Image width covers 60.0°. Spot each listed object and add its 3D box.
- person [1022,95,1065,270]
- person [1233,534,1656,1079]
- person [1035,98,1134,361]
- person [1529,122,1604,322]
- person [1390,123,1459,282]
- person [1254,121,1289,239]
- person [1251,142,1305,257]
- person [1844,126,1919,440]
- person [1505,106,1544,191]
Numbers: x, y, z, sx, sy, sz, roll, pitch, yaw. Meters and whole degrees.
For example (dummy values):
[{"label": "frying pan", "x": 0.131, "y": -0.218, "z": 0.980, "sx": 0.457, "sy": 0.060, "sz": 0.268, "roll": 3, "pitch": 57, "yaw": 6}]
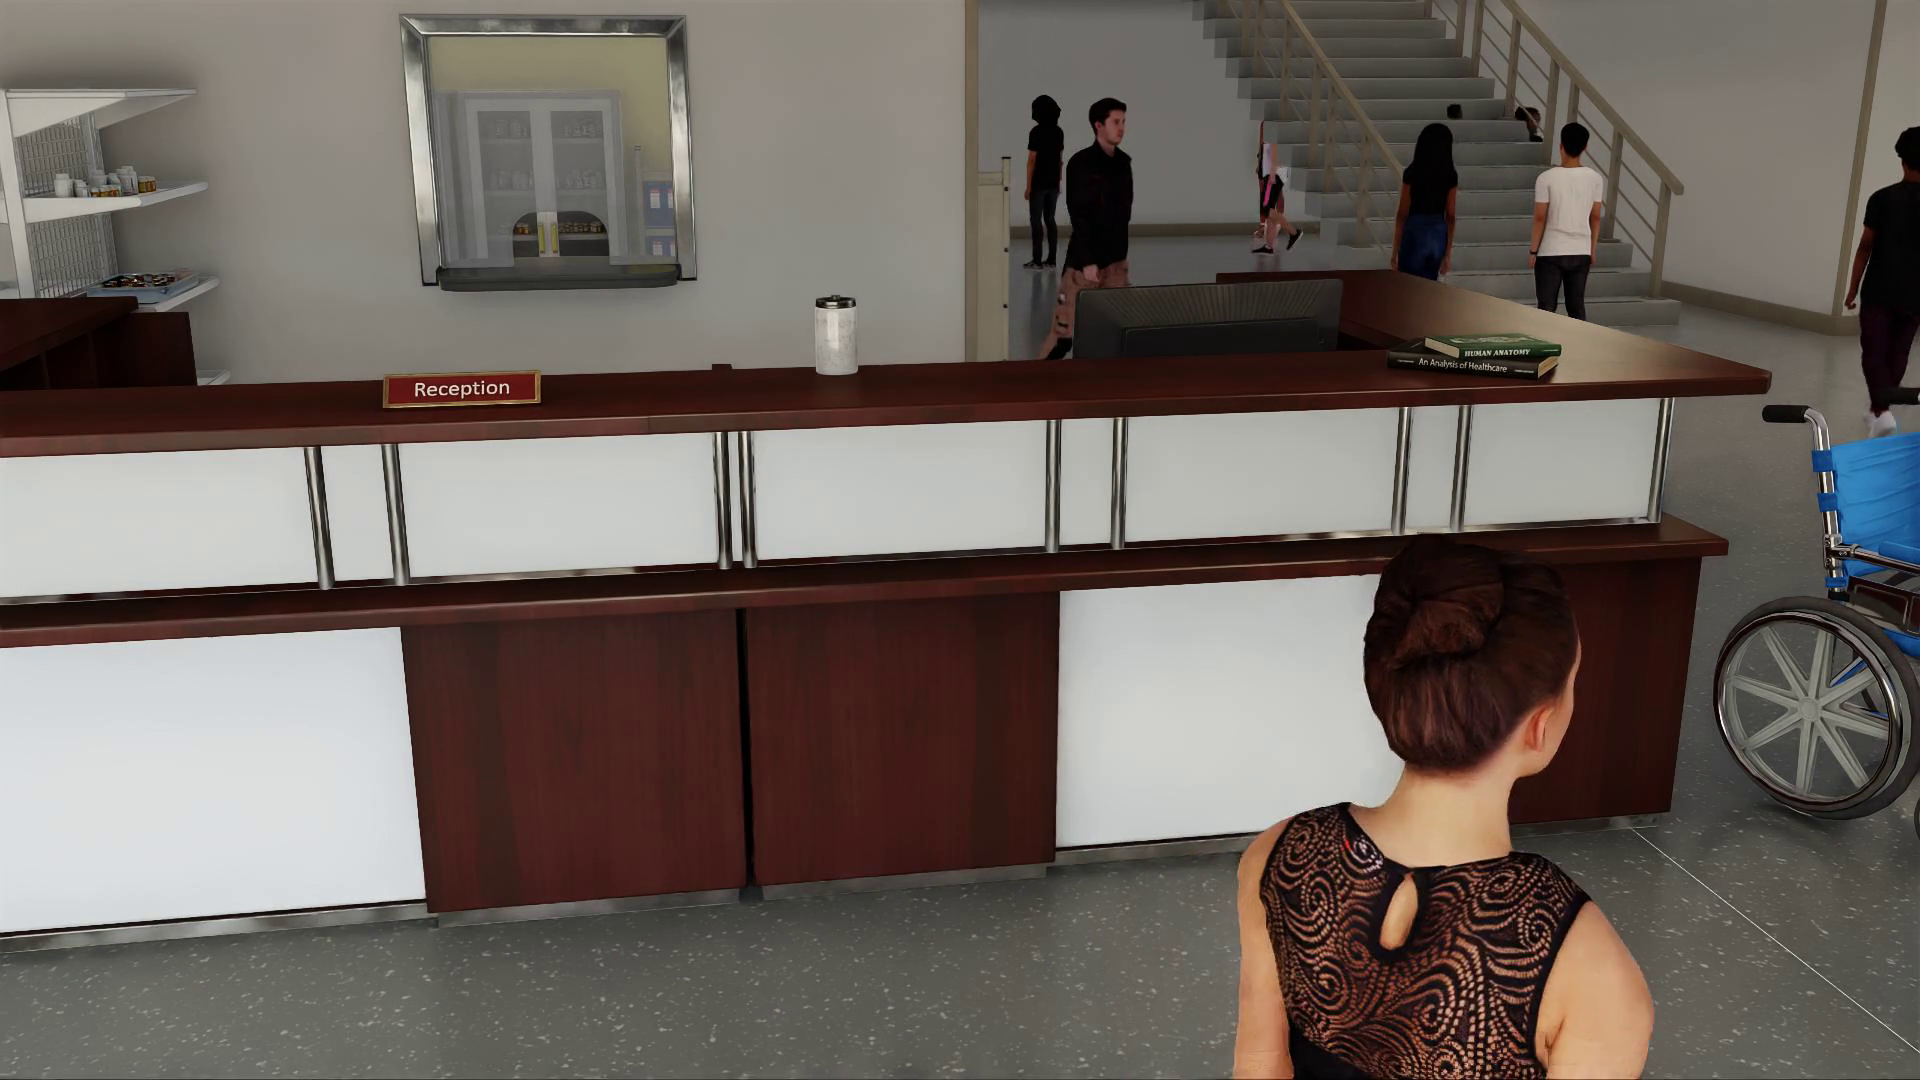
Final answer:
[{"label": "person", "x": 0.913, "y": -3.846, "z": 17.869, "sx": 0.711, "sy": 1.824, "sz": 0.707, "roll": -12, "pitch": 20, "yaw": -37}, {"label": "person", "x": 0.386, "y": 0.815, "z": 1.651, "sx": 0.788, "sy": 1.666, "sz": 0.722, "roll": -15, "pitch": 22, "yaw": -42}, {"label": "person", "x": 0.724, "y": -1.595, "z": 9.792, "sx": 1.077, "sy": 1.887, "sz": 1.321, "roll": -12, "pitch": 20, "yaw": -37}, {"label": "person", "x": 4.203, "y": -2.028, "z": 11.576, "sx": 0.658, "sy": 1.722, "sz": 0.588, "roll": 0, "pitch": 16, "yaw": 0}, {"label": "person", "x": 3.180, "y": -1.935, "z": 11.321, "sx": 0.562, "sy": 1.712, "sz": 1.044, "roll": -2, "pitch": 16, "yaw": -7}, {"label": "person", "x": 3.979, "y": -4.766, "z": 21.220, "sx": 0.593, "sy": 1.789, "sz": 0.581, "roll": -6, "pitch": 17, "yaw": -19}, {"label": "person", "x": 3.673, "y": -4.117, "z": 18.948, "sx": 0.918, "sy": 1.774, "sz": 0.901, "roll": 7, "pitch": 17, "yaw": 23}, {"label": "person", "x": 5.310, "y": -1.420, "z": 9.407, "sx": 0.916, "sy": 1.758, "sz": 1.172, "roll": 3, "pitch": 16, "yaw": 12}, {"label": "person", "x": 5.555, "y": -3.431, "z": 16.667, "sx": 0.945, "sy": 1.690, "sz": 1.302, "roll": -9, "pitch": 18, "yaw": -30}]
